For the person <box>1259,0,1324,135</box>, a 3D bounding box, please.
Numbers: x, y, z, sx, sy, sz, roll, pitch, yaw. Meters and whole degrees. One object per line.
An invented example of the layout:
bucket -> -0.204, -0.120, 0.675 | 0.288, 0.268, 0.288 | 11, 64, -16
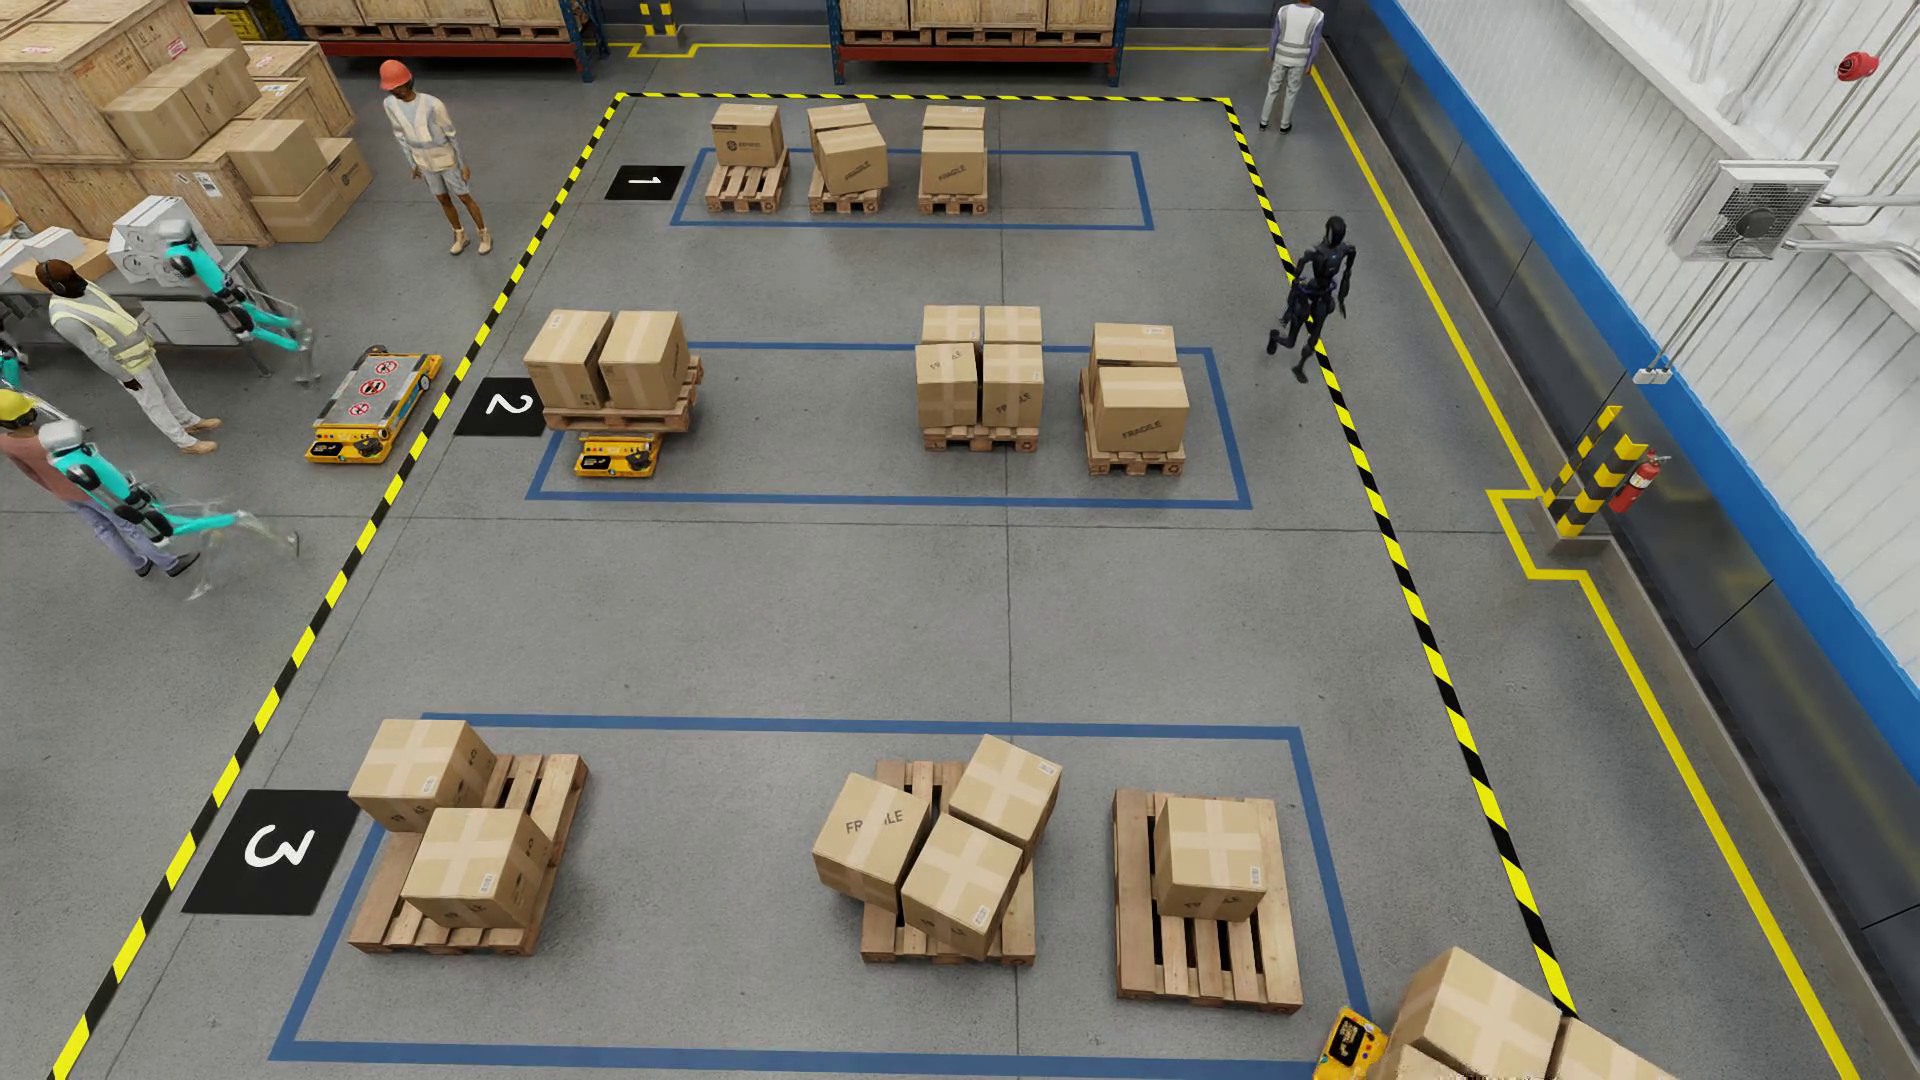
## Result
person -> 4.137, -6.018, 11.432 | 0.586, 1.836, 0.404 | 20, 53, 16

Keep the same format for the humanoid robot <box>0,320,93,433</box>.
humanoid robot -> -8.343, -1.533, 7.725 | 1.013, 1.763, 0.534 | 10, 50, 8

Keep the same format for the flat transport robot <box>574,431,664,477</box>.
flat transport robot -> -2.985, -1.151, 8.323 | 0.652, 0.197, 1.431 | 1, 50, 1

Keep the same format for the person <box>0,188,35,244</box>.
person -> -9.335, -3.068, 8.870 | 0.354, 1.937, 0.550 | -7, 50, -6

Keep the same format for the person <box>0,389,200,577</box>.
person -> -6.379, -0.381, 6.708 | 0.530, 1.767, 0.326 | 3, 50, 2

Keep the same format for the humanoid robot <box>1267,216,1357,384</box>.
humanoid robot -> 3.209, -2.220, 8.328 | 0.602, 1.644, 0.528 | -8, 50, -6

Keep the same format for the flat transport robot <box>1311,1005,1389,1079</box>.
flat transport robot -> 2.554, 3.125, 4.704 | 1.431, 0.197, 0.652 | 29, 56, 22

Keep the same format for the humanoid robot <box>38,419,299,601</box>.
humanoid robot -> -5.614, -0.310, 6.694 | 1.006, 1.775, 0.544 | -36, 58, -26

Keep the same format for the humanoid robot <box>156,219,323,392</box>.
humanoid robot -> -6.197, -2.029, 8.157 | 0.742, 1.845, 0.536 | -18, 52, -15

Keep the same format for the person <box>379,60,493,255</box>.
person -> -5.446, -3.923, 9.526 | 0.614, 2.040, 0.370 | 0, 50, 0

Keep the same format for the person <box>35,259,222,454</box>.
person -> -6.879, -1.505, 7.610 | 0.429, 1.844, 0.626 | -16, 52, -13

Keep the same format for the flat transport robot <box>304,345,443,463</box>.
flat transport robot -> -5.383, -1.269, 8.441 | 0.659, 0.231, 1.431 | 1, 50, 1
